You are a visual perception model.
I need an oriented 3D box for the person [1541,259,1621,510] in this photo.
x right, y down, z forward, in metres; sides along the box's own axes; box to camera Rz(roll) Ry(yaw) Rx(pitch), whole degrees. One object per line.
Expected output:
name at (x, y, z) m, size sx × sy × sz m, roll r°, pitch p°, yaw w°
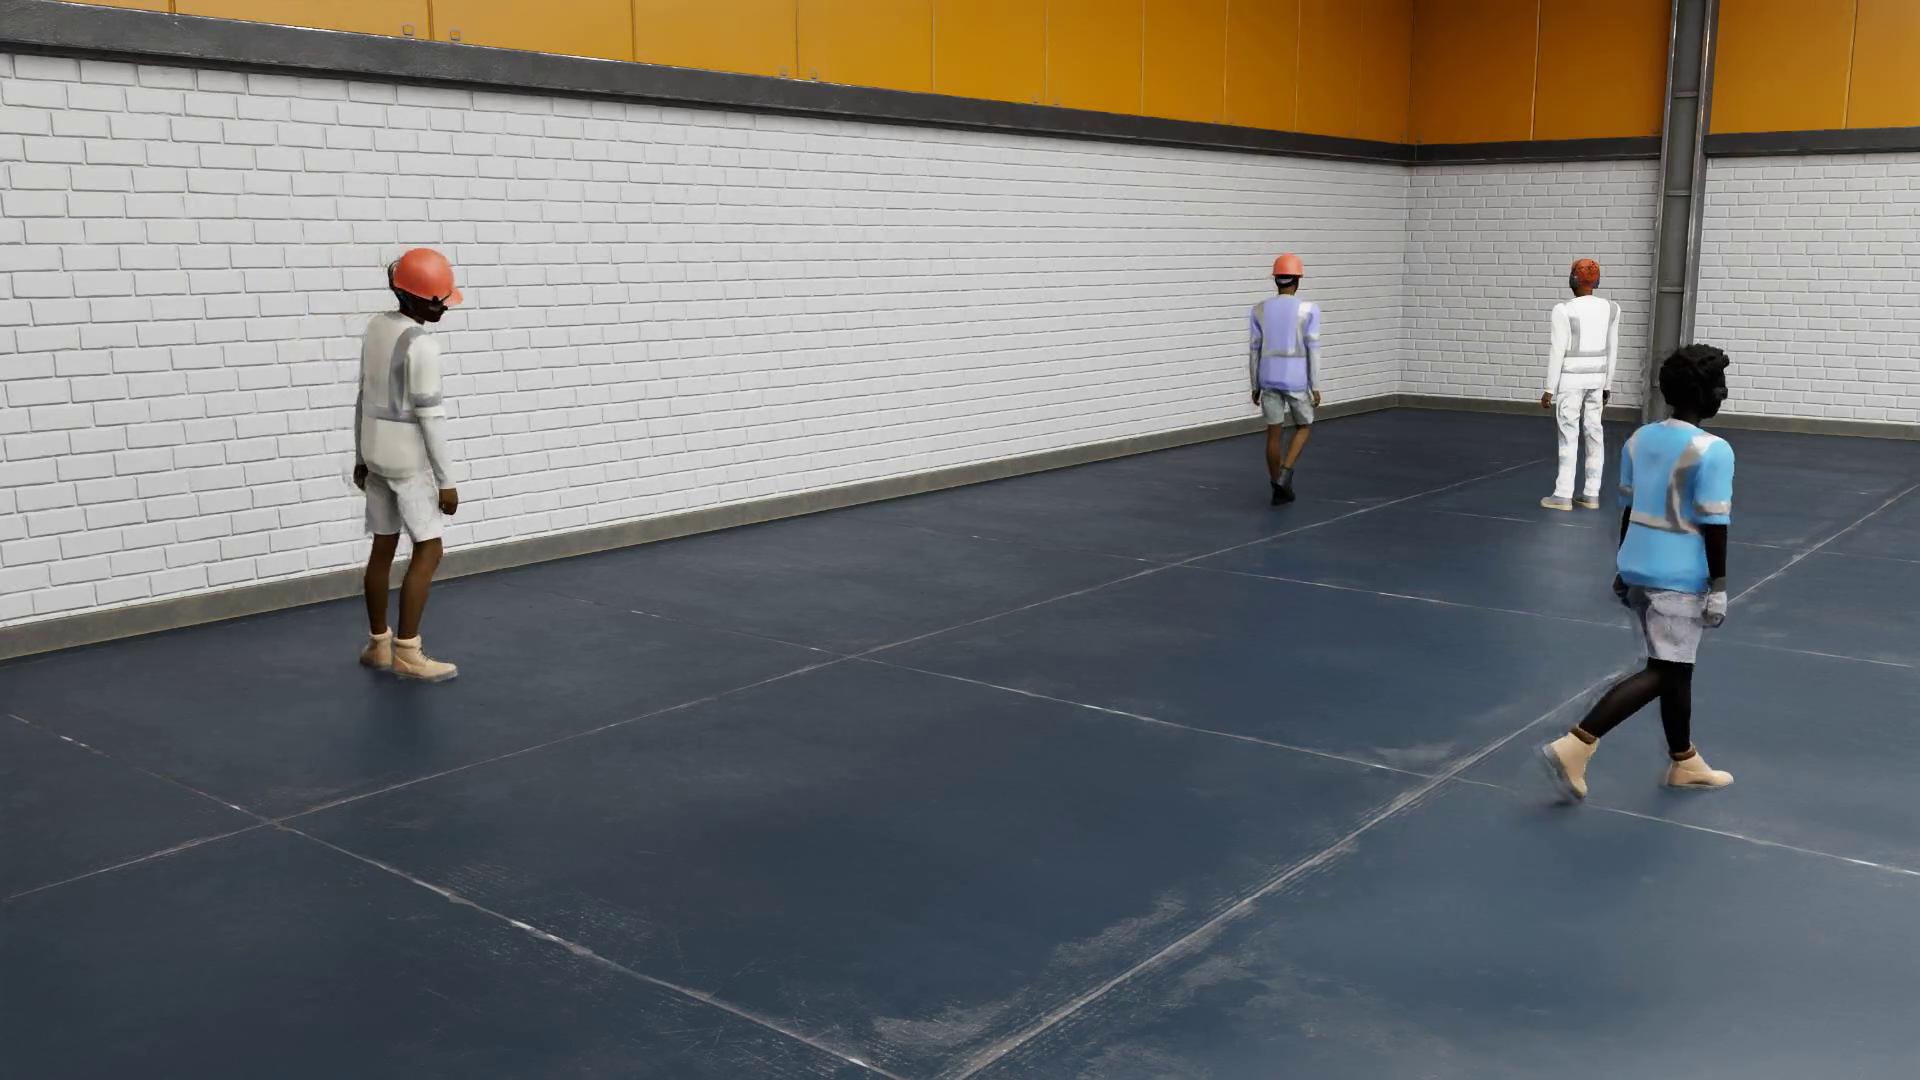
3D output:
person at (4.652, -1.161, 12.505) m, size 0.573 × 1.883 × 0.355 m, roll -3°, pitch 11°, yaw -16°

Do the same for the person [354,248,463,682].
person at (-2.589, -0.347, 7.730) m, size 0.778 × 1.995 × 0.397 m, roll 10°, pitch 14°, yaw 44°

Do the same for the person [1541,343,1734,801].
person at (2.473, 0.131, 5.948) m, size 0.773 × 1.669 × 0.538 m, roll -2°, pitch 10°, yaw -10°

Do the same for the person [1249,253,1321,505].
person at (2.476, -1.211, 12.661) m, size 0.574 × 1.925 × 0.409 m, roll 5°, pitch 12°, yaw 27°
